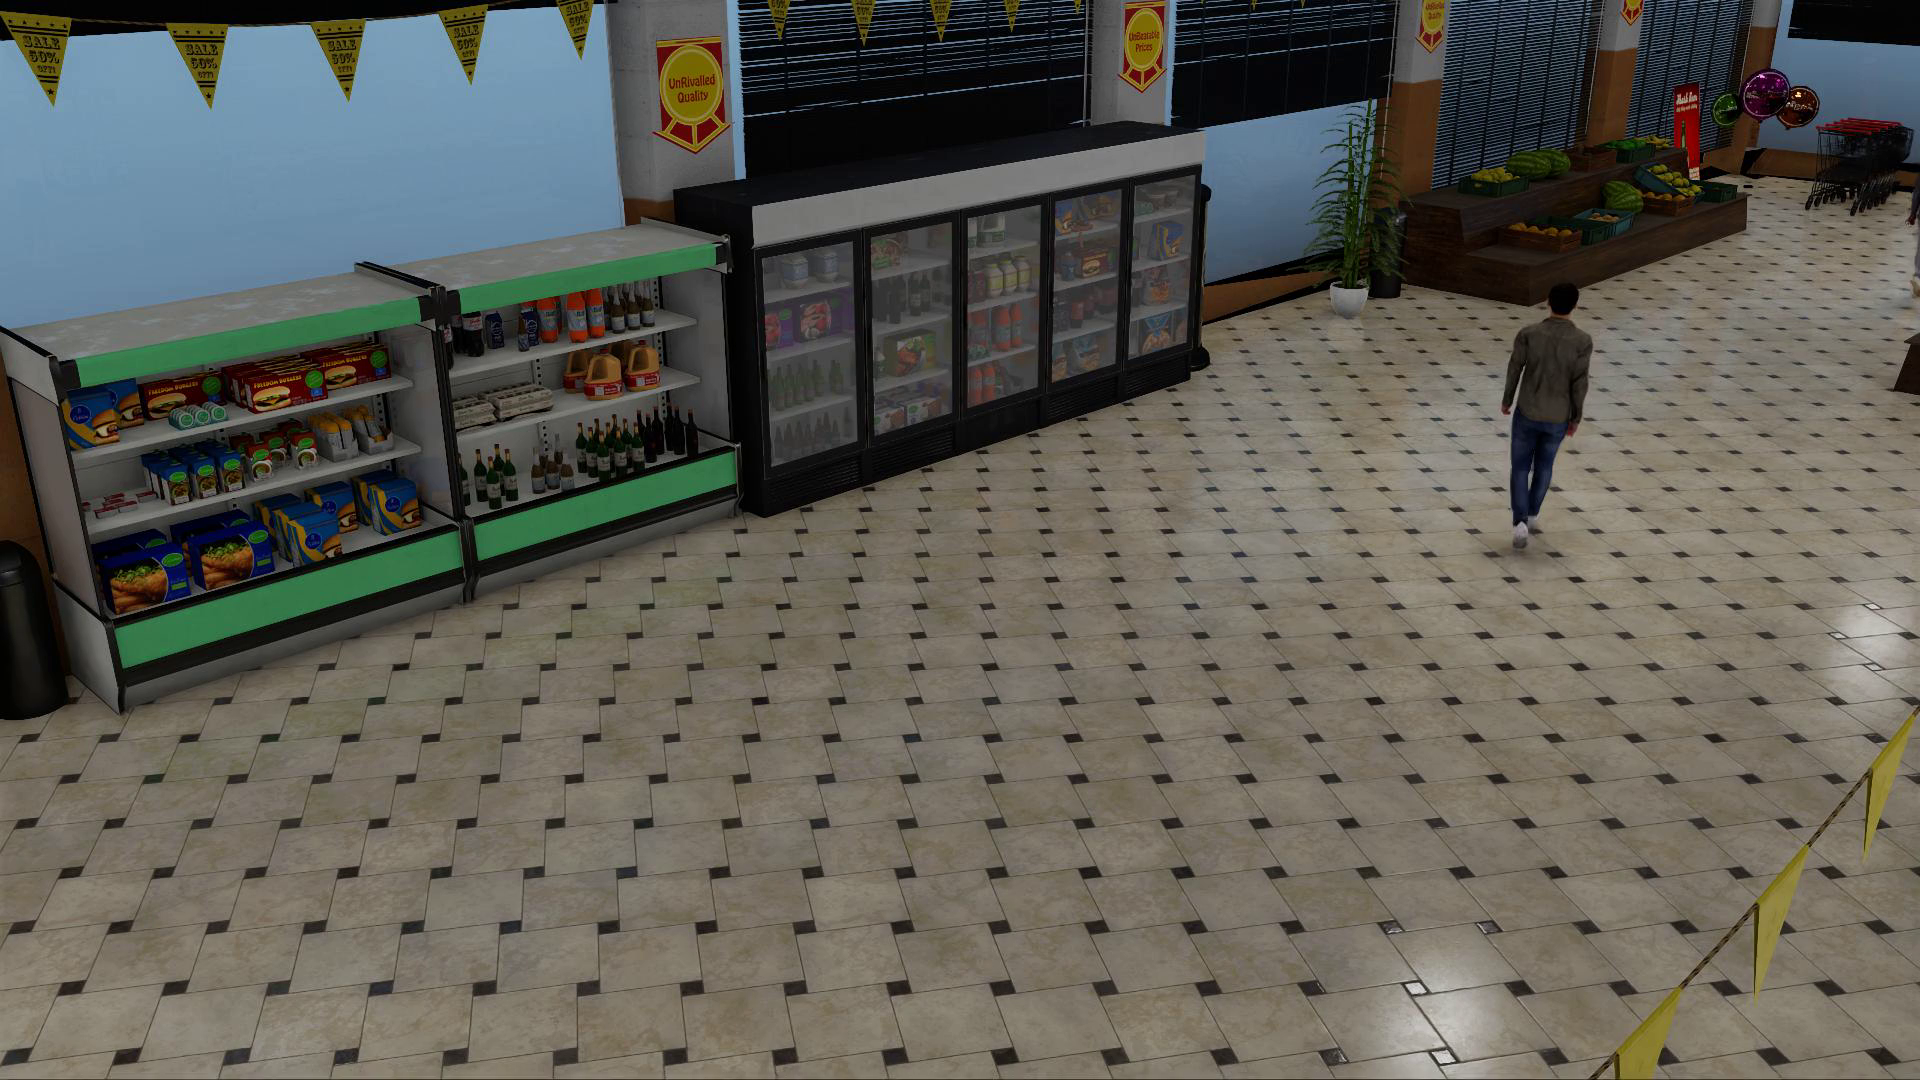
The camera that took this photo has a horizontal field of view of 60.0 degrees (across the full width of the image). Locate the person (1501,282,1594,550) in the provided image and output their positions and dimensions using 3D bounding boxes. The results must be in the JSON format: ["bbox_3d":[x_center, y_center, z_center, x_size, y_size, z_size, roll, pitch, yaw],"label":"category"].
[{"bbox_3d":[3.997,-0.836,11.476,1.055,1.847,1.258,6,23,14],"label":"person"}]

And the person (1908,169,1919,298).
[{"bbox_3d":[10.650,-3.528,18.210,0.854,1.822,0.732,-17,27,-36],"label":"person"}]
